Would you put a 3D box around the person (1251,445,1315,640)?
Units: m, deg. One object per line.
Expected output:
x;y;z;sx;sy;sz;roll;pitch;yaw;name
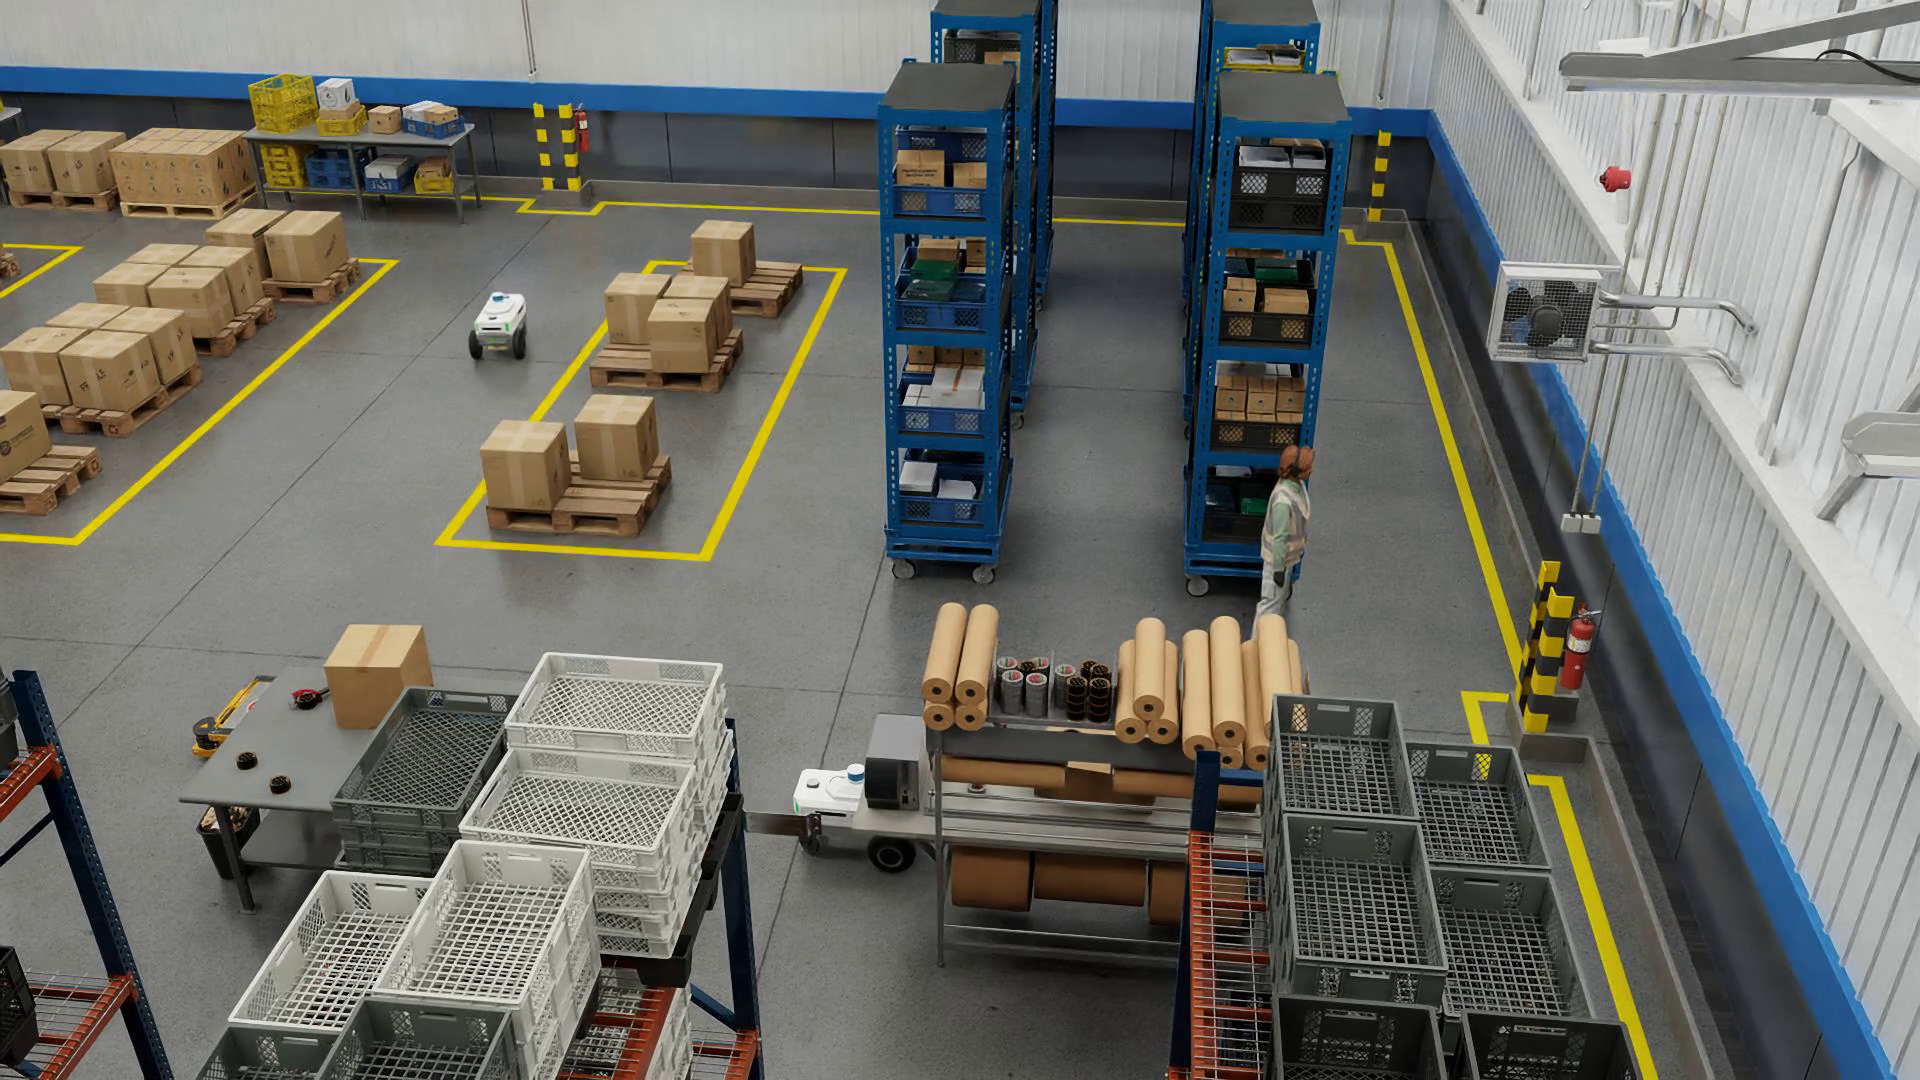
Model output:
2.157;0.107;11.119;0.311;1.632;0.515;11;32;18;person

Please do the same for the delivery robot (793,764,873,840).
-0.599;1.521;9.664;0.707;0.478;0.477;4;31;7;delivery robot

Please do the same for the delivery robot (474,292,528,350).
-4.400;-2.133;15.940;0.477;0.478;0.707;0;30;0;delivery robot
